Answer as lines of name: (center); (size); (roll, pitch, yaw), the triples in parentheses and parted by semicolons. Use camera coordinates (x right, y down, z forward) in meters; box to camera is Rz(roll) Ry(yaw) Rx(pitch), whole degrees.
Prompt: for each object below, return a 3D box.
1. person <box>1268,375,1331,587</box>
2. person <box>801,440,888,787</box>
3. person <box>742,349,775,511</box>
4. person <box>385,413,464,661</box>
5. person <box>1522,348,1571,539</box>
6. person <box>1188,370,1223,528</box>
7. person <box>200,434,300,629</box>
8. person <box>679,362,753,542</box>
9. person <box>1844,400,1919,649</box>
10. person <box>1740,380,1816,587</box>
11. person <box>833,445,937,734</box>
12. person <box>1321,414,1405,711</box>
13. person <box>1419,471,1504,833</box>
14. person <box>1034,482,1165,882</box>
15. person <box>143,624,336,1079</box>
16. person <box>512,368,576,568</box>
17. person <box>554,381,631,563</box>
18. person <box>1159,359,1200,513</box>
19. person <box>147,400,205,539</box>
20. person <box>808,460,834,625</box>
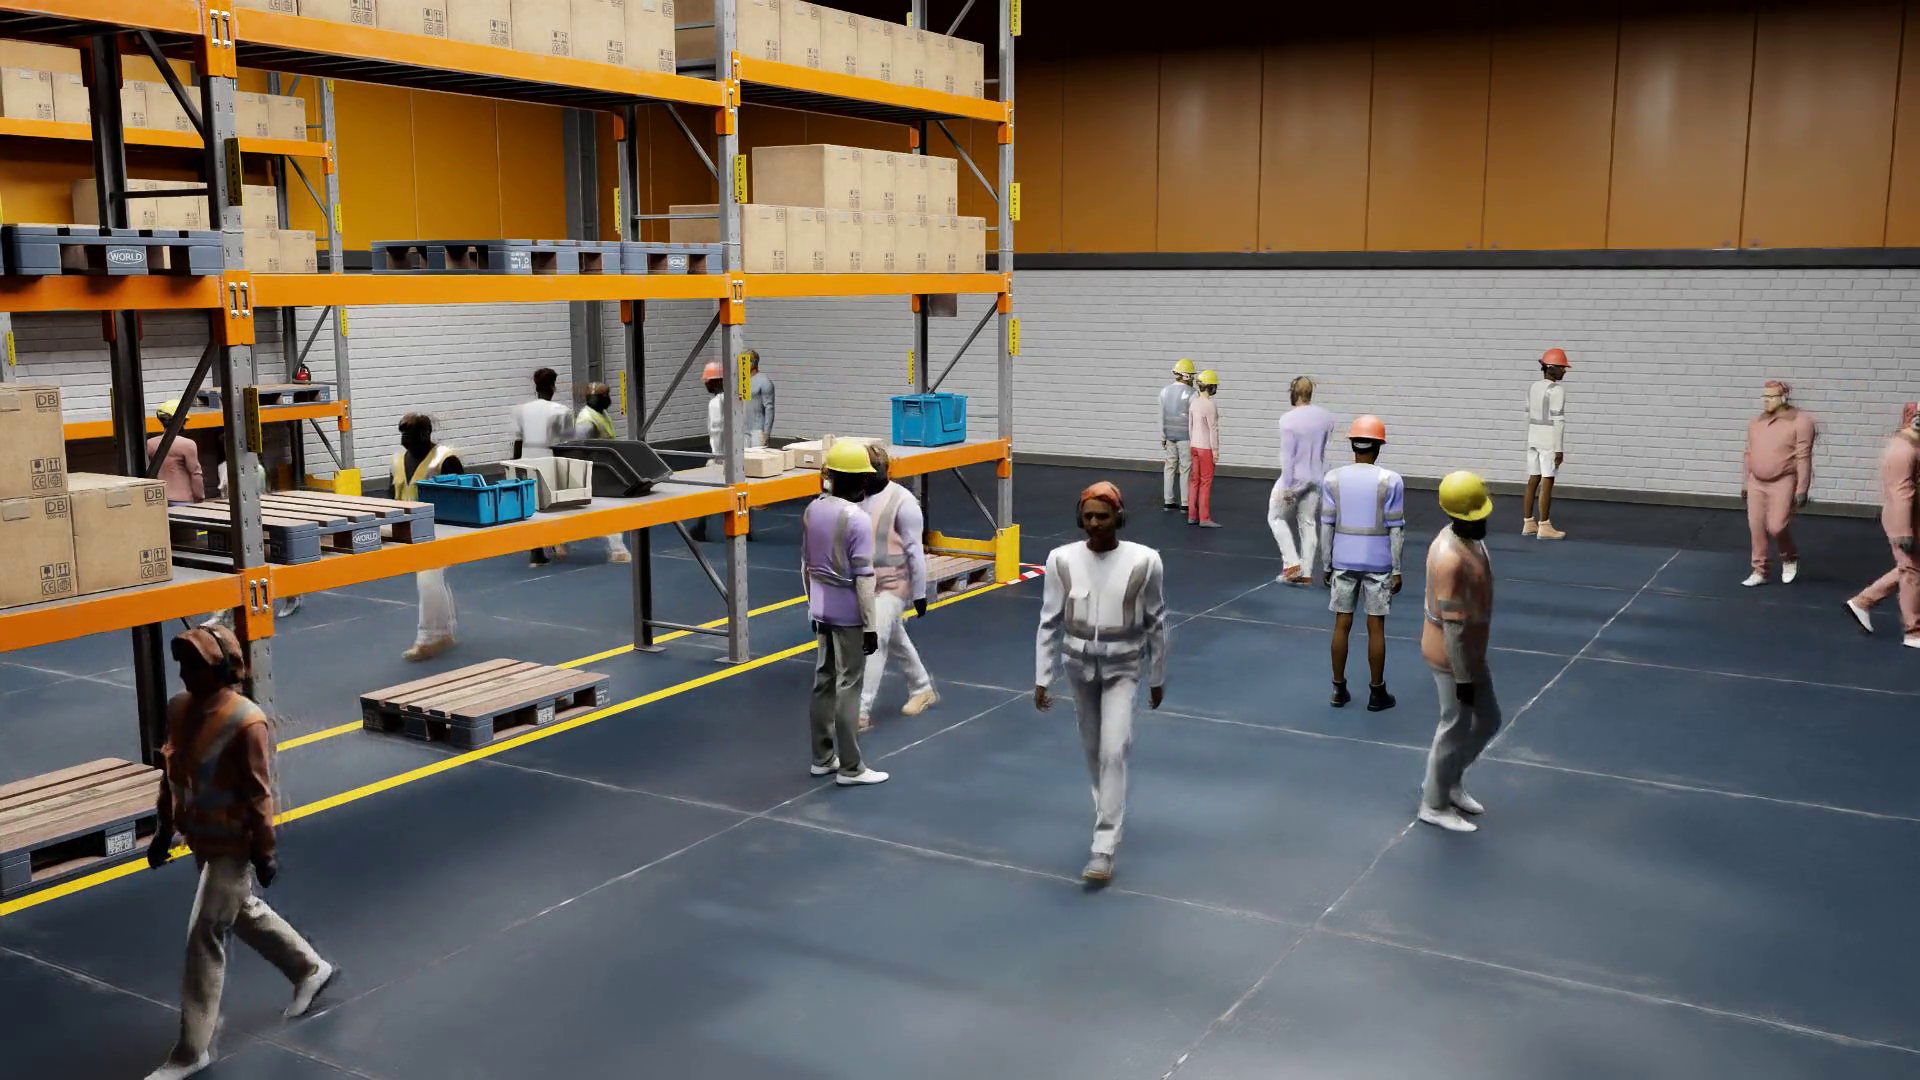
person: (3.073, -0.530, 15.102); (0.636, 1.922, 0.452); (-6, 11, -31)
person: (-0.639, 0.401, 9.269); (0.383, 1.924, 0.594); (-7, 12, -38)
person: (-2.476, -1.319, 19.974); (0.629, 1.940, 0.378); (8, 12, 42)
person: (-4.025, -0.028, 12.308); (0.652, 1.808, 0.818); (5, 10, 26)
person: (6.304, -1.032, 17.863); (0.395, 2.040, 0.609); (-2, 9, -13)
person: (2.757, -1.018, 18.635); (0.316, 1.766, 0.533); (-4, 10, -21)
person: (-5.775, -0.111, 13.528); (0.519, 1.588, 0.884); (4, 10, 23)
person: (-2.592, -0.919, 17.602); (0.880, 1.901, 0.569); (3, 10, 20)
person: (7.195, -0.121, 12.638); (0.695, 1.891, 0.666); (6, 11, 34)
person: (7.341, -0.501, 15.021); (0.458, 1.884, 0.662); (-5, 10, -30)
person: (-0.468, 0.285, 10.462); (0.923, 1.796, 0.645); (-8, 12, -41)
person: (2.624, 0.148, 10.835); (0.543, 1.932, 0.370); (5, 10, 29)
person: (2.526, 0.571, 8.377); (0.393, 1.877, 0.701); (6, 11, 31)
person: (0.634, 0.663, 7.877); (0.596, 1.842, 0.903); (3, 10, 19)
person: (-2.641, 1.077, 6.036); (0.514, 1.606, 0.810); (7, 11, 37)
person: (-4.029, -0.730, 16.357); (0.601, 1.909, 0.964); (3, 10, 20)
person: (-3.630, -0.667, 16.334); (0.889, 1.805, 0.616); (-1, 9, -3)
person: (2.641, -1.236, 19.794); (0.403, 1.827, 0.597); (-8, 12, -41)
person: (-6.739, -0.325, 14.333); (0.523, 1.760, 0.327); (2, 9, 11)
person: (-0.808, 0.230, 11.315); (0.505, 1.618, 0.410); (7, 12, 39)
